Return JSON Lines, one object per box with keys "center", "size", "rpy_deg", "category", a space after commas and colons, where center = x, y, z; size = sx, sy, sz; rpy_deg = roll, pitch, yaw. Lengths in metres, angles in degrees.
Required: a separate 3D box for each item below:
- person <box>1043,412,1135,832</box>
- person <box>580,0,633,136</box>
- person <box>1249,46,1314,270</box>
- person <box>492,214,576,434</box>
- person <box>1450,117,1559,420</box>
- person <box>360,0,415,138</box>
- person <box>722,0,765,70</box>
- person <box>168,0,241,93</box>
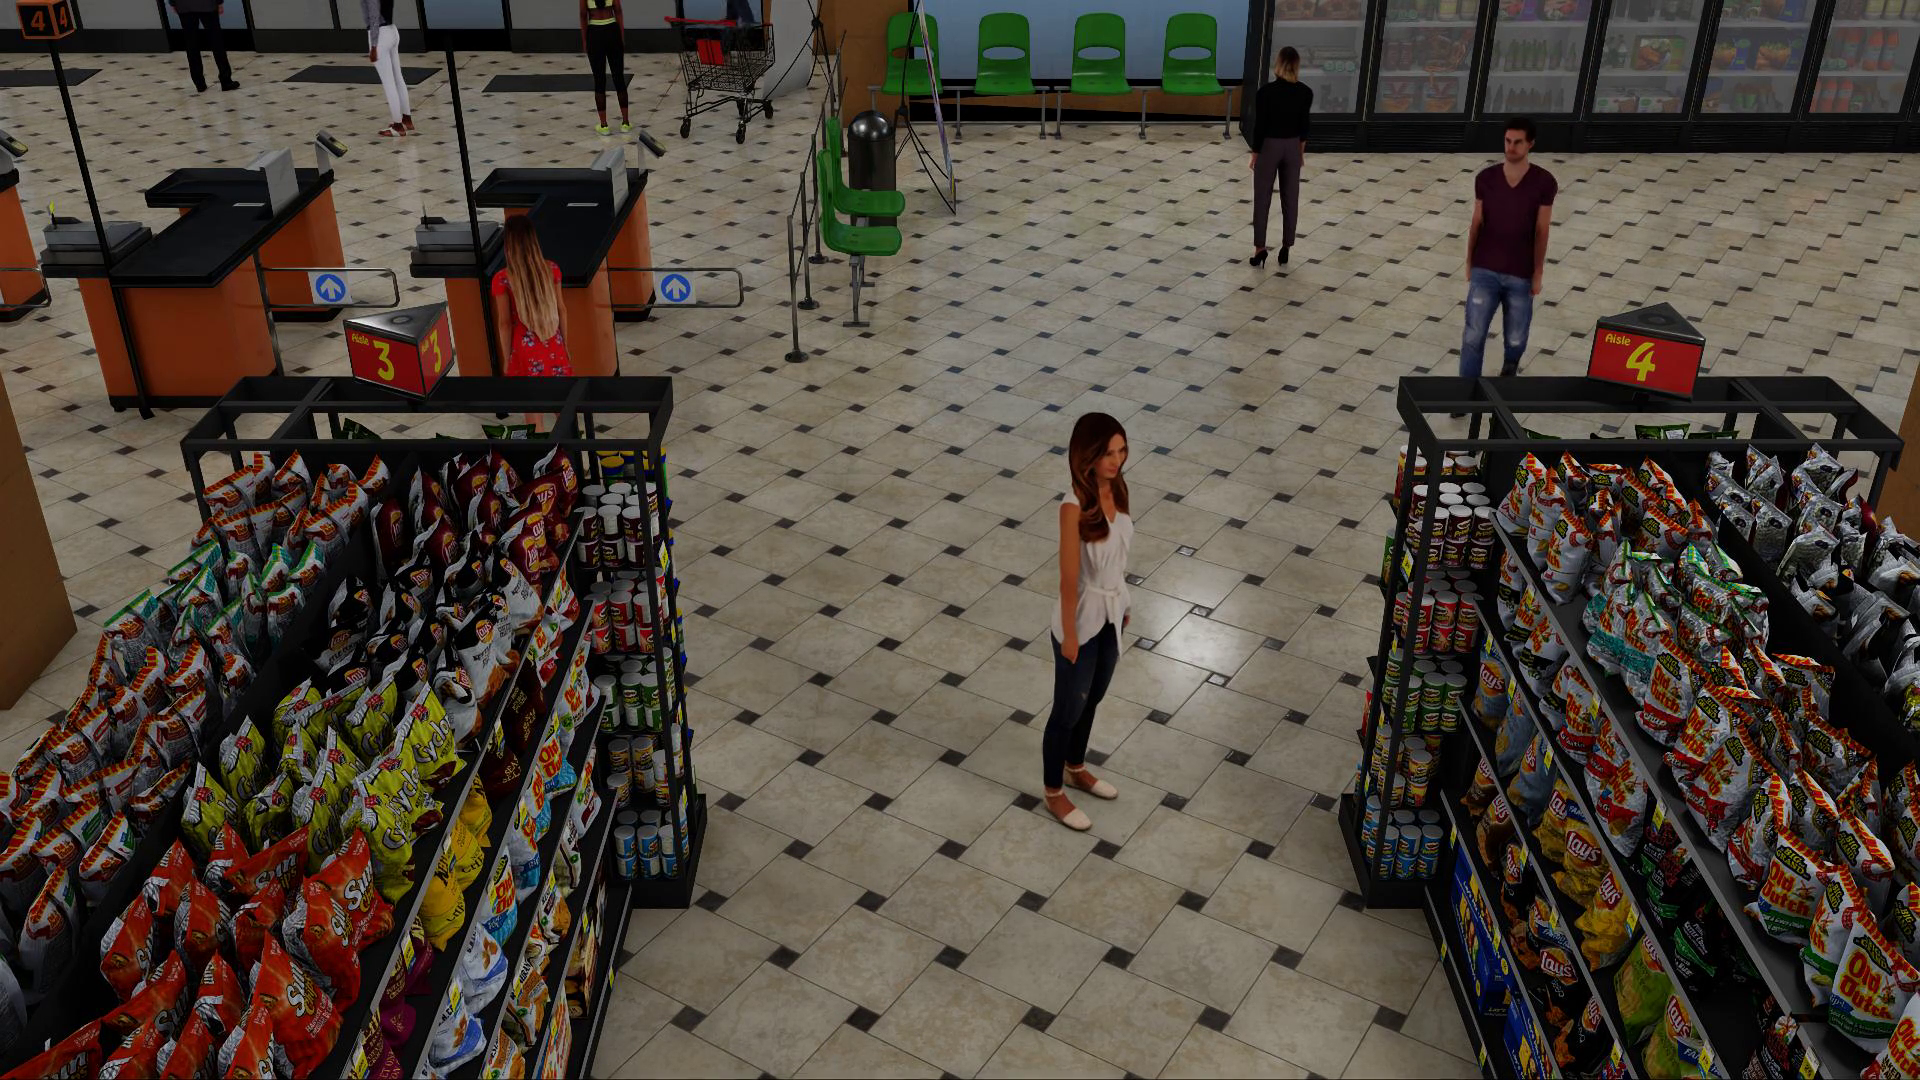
{"center": [0.500, 0.314, 6.612], "size": [0.746, 1.784, 0.652], "rpy_deg": [19, 34, 30], "category": "person"}
{"center": [-3.424, -4.805, 16.019], "size": [0.622, 1.754, 0.607], "rpy_deg": [-9, 30, -16], "category": "person"}
{"center": [2.413, -2.884, 12.586], "size": [0.624, 1.671, 0.568], "rpy_deg": [-4, 29, -8], "category": "person"}
{"center": [-2.368, -1.043, 9.296], "size": [0.662, 1.592, 0.699], "rpy_deg": [-19, 34, -30], "category": "person"}
{"center": [3.385, -1.688, 10.237], "size": [1.011, 1.823, 1.234], "rpy_deg": [14, 32, 24], "category": "person"}
{"center": [-5.534, -4.775, 15.994], "size": [0.672, 1.725, 0.493], "rpy_deg": [3, 29, 6], "category": "person"}
{"center": [-2.592, -6.074, 18.323], "size": [0.696, 1.772, 0.710], "rpy_deg": [2, 29, 4], "category": "person"}
{"center": [-8.048, -5.674, 17.517], "size": [0.745, 1.843, 0.652], "rpy_deg": [-4, 29, -8], "category": "person"}
